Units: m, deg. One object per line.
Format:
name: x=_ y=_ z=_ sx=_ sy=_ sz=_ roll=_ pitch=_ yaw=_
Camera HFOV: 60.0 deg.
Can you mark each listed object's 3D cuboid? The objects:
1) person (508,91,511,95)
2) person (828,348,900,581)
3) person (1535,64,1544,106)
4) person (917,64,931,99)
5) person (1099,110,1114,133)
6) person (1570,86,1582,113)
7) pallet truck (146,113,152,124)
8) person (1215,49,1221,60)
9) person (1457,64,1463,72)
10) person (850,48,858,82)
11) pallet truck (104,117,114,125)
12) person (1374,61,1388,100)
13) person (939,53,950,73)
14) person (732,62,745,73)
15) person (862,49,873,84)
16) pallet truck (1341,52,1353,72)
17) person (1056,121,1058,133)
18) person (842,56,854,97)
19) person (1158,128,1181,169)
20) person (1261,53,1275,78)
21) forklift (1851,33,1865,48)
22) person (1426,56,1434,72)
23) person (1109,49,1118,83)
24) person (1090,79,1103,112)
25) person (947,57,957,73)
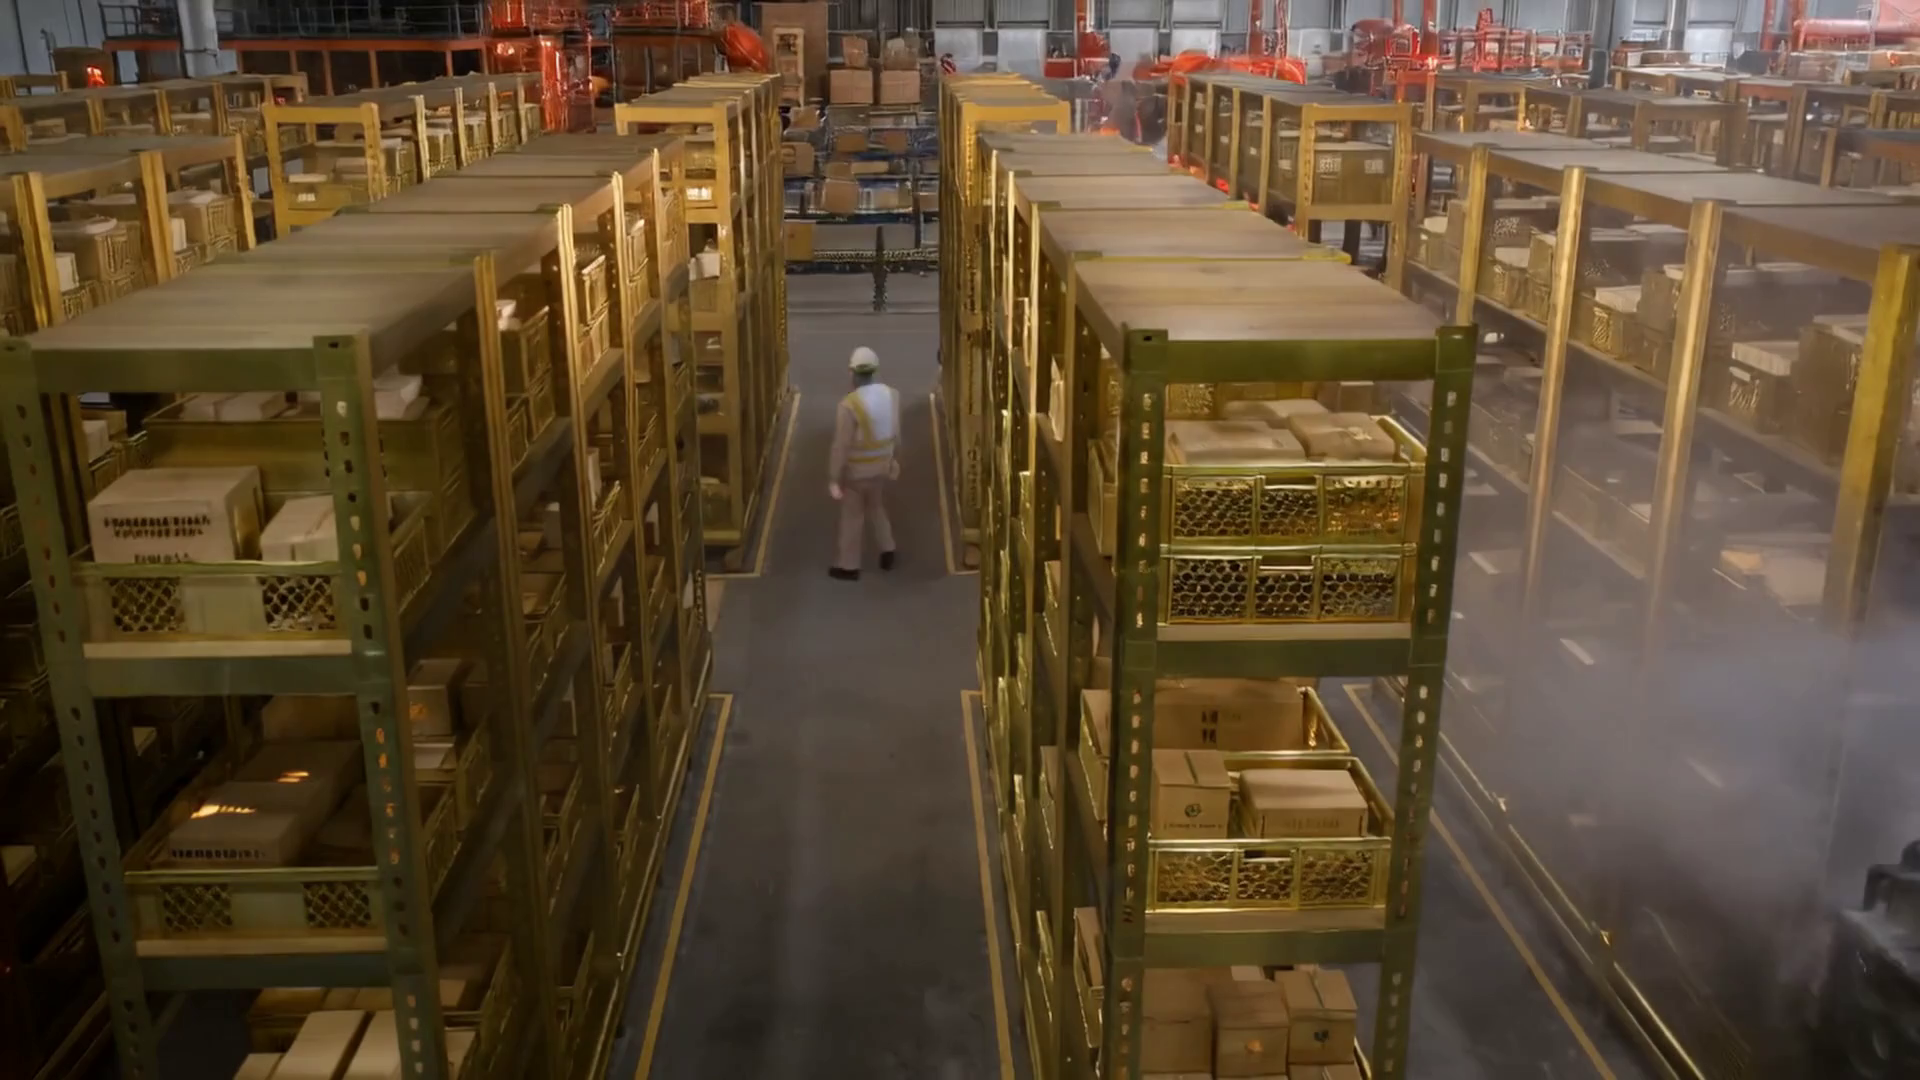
person: x=-16.797 y=-16.631 z=62.472 sx=0.951 sy=1.799 sz=0.524 roll=-2 pitch=18 yaw=-6
person: x=-0.708 y=-0.560 z=12.705 sx=0.462 sy=1.809 sz=0.649 roll=15 pitch=23 yaw=39
person: x=24.077 y=-18.869 z=69.297 sx=0.507 sy=1.860 sz=0.325 roll=-9 pitch=20 yaw=-26
person: x=-1.457 y=-17.980 z=66.371 sx=0.622 sy=1.965 sz=0.873 roll=-13 pitch=22 yaw=-35
person: x=3.535 y=-9.079 z=38.930 sx=0.639 sy=1.908 sz=0.751 roll=-6 pitch=19 yaw=-19
person: x=21.045 y=-14.618 z=56.540 sx=0.835 sy=1.605 sz=0.504 roll=0 pitch=18 yaw=1
pallet truck: x=-18.087 y=-8.309 z=36.390 sx=1.885 sy=1.965 sz=0.823 roll=-1 pitch=18 yaw=-4
person: x=14.526 y=-26.663 z=93.492 sx=0.925 sy=1.814 sz=0.521 roll=3 pitch=18 yaw=10
person: x=20.142 y=-18.113 z=66.809 sx=0.531 sy=1.941 sz=0.657 roll=5 pitch=18 yaw=14
person: x=-5.981 y=-26.816 z=93.929 sx=0.452 sy=1.828 sz=0.656 roll=0 pitch=18 yaw=1
pallet truck: x=-18.367 y=-7.885 z=35.078 sx=1.885 sy=1.965 sz=0.823 roll=1 pitch=18 yaw=2
person: x=18.190 y=-19.735 z=71.932 sx=1.012 sy=1.878 sz=0.571 roll=8 pitch=20 yaw=23
person: x=-0.743 y=-23.721 z=84.282 sx=0.589 sy=1.884 sz=0.949 roll=-2 pitch=18 yaw=-5
person: x=-9.438 y=-19.384 z=70.848 sx=0.575 sy=1.882 sz=0.355 roll=0 pitch=18 yaw=0
person: x=-5.077 y=-25.986 z=91.244 sx=0.606 sy=1.909 sz=0.965 roll=-1 pitch=18 yaw=-2
pallet truck: x=18.794 y=-23.123 z=82.231 sx=0.823 sy=1.965 sz=1.885 roll=-13 pitch=22 yaw=-35
person: x=2.236 y=-8.875 z=38.066 sx=0.377 sy=2.045 sz=0.605 roll=-3 pitch=18 yaw=-9
person: x=-5.331 y=-22.100 z=79.271 sx=0.591 sy=1.878 sz=0.994 roll=-2 pitch=18 yaw=-6
person: x=4.320 y=-7.488 z=34.010 sx=0.428 sy=1.891 sz=0.675 roll=-11 pitch=21 yaw=-31
person: x=14.718 y=-22.334 z=79.719 sx=0.693 sy=2.000 sz=0.653 roll=15 pitch=23 yaw=38
forklift: x=46.481 y=-24.949 z=86.470 sx=1.129 sy=2.768 sz=1.873 roll=-15 pitch=23 yaw=-40
person: x=22.268 y=-22.010 z=78.977 sx=0.531 sy=1.879 sz=0.598 roll=13 pitch=22 yaw=36
person: x=8.560 y=-26.436 z=92.765 sx=0.681 sy=1.822 sz=0.638 roll=-15 pitch=23 yaw=-39
person: x=4.806 y=-15.359 z=58.644 sx=0.486 sy=1.730 sz=0.383 roll=5 pitch=19 yaw=15
person: x=-0.407 y=-21.034 z=75.880 sx=0.543 sy=1.928 sz=0.373 roll=-15 pitch=23 yaw=-39
